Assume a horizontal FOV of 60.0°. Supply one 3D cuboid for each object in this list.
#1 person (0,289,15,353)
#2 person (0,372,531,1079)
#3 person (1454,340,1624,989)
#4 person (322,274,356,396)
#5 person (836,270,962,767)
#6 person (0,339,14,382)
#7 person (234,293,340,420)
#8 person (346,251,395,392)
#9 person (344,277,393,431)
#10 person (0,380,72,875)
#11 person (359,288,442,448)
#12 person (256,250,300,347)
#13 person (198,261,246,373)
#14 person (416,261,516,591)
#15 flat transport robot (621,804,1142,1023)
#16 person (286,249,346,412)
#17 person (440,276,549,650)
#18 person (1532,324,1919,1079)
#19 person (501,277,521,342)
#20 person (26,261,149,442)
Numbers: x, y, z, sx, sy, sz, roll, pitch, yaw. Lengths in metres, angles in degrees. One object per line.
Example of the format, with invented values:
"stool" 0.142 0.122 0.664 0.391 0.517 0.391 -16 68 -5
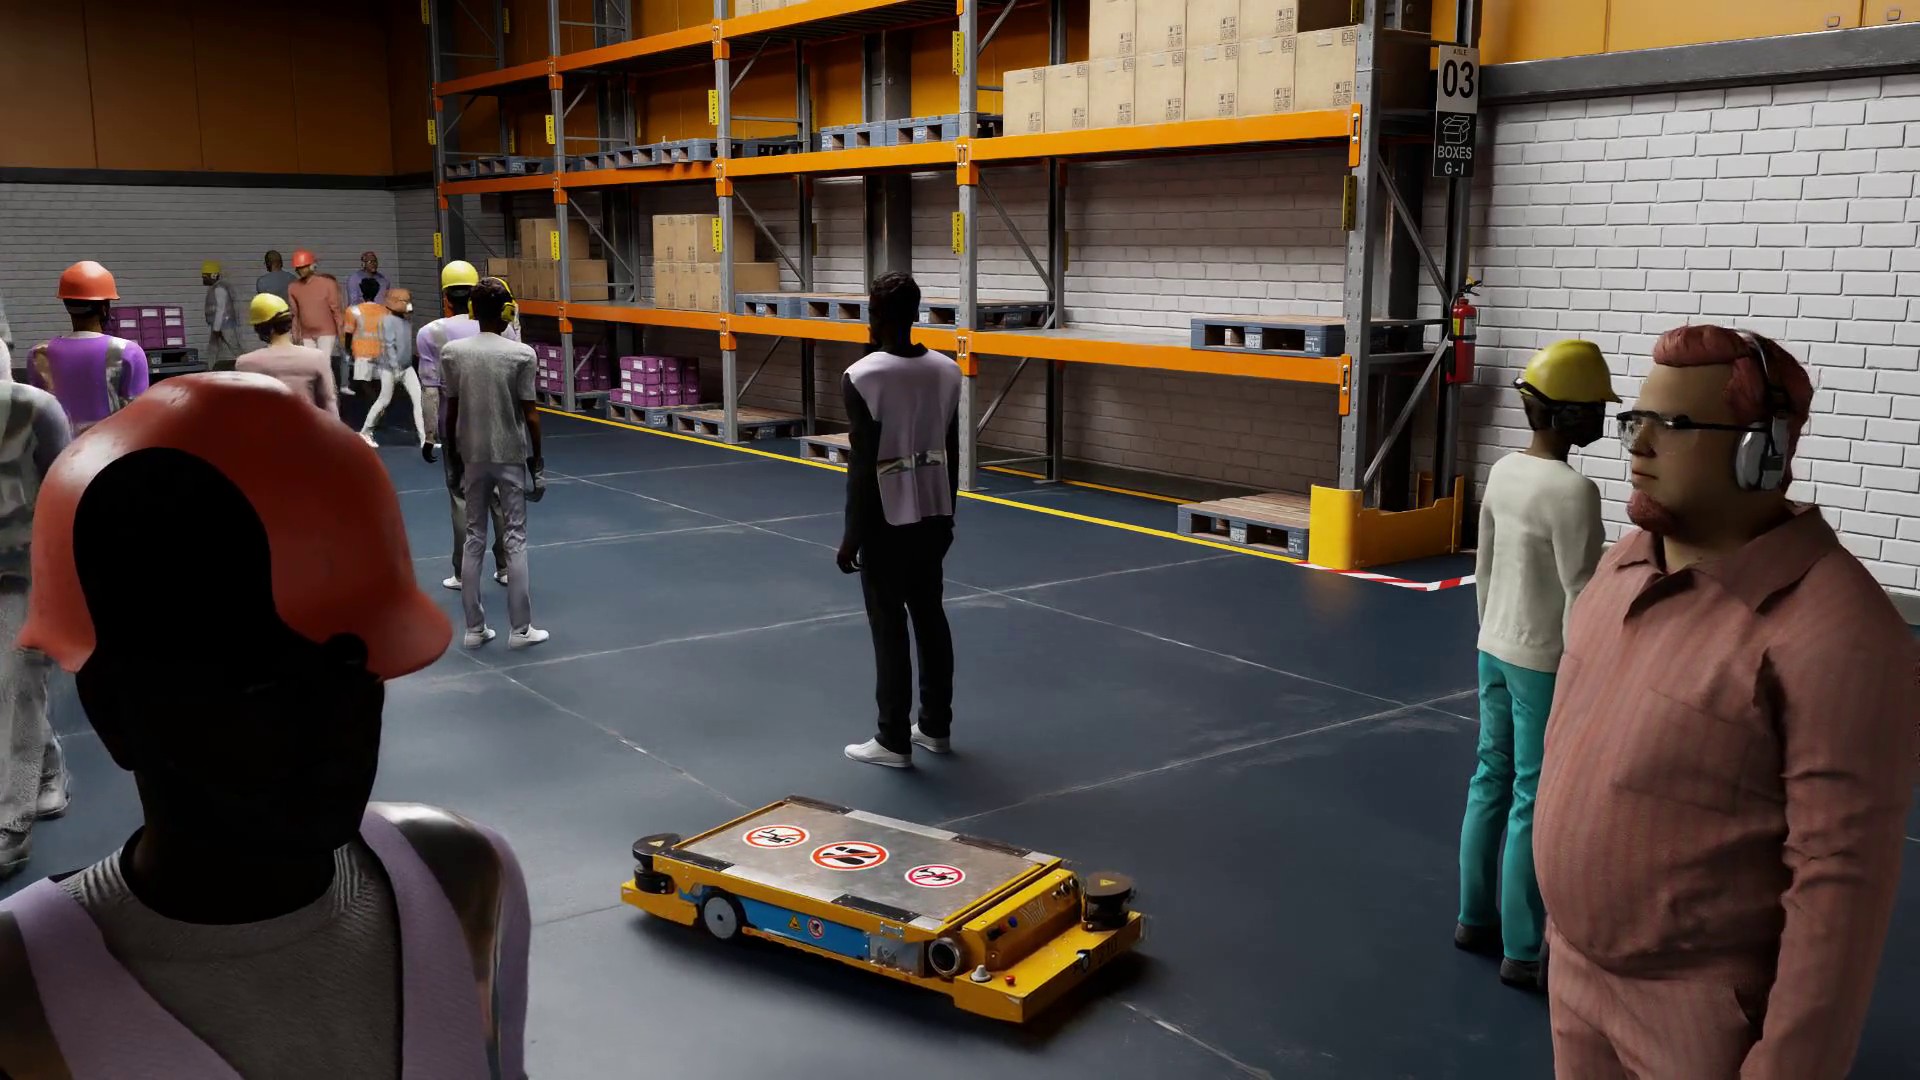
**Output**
"person" -11.269 -2.357 19.457 0.976 1.834 0.595 0 10 -2
"person" -0.489 0.844 1.251 0.358 1.938 0.542 6 12 30
"person" 1.605 0.337 4.571 0.326 1.767 0.533 -2 10 -10
"person" -8.251 -2.694 21.948 0.526 1.615 0.539 8 13 37
"person" -0.221 -0.076 6.456 0.375 1.917 0.597 9 13 41
"person" -4.914 -0.370 8.148 0.644 1.905 0.400 -2 10 -10
"person" -3.907 -0.552 9.646 0.570 1.731 0.650 -6 12 -32
"person" -8.011 -2.971 22.705 0.407 1.910 0.638 8 13 38
"person" -6.336 -2.006 17.985 0.535 1.664 0.790 -8 13 -39
"person" -3.223 0.112 5.514 0.624 1.886 0.999 -1 10 -7
"person" -5.597 -1.697 16.458 0.862 1.588 0.493 3 11 18
"person" -8.689 -2.724 21.238 0.373 1.938 0.630 5 11 27
"person" -10.385 -3.016 23.329 0.948 1.774 0.603 -7 12 -33
"person" -2.867 -0.657 9.712 0.589 1.919 0.391 -8 13 -37
"flat transport robot" -0.252 1.030 4.880 1.431 0.197 0.652 7 12 33
"person" -7.434 -2.372 19.189 0.633 1.958 0.530 1 10 7
"person" -2.322 -0.374 8.302 0.519 1.861 0.317 1 10 5
"person" 1.035 0.648 2.439 0.404 1.908 0.654 -2 10 -11
"person" -5.405 -2.280 19.628 0.497 1.629 0.276 -9 14 -43
"person" -3.998 -0.318 7.760 0.542 1.938 0.358 -1 10 -5
